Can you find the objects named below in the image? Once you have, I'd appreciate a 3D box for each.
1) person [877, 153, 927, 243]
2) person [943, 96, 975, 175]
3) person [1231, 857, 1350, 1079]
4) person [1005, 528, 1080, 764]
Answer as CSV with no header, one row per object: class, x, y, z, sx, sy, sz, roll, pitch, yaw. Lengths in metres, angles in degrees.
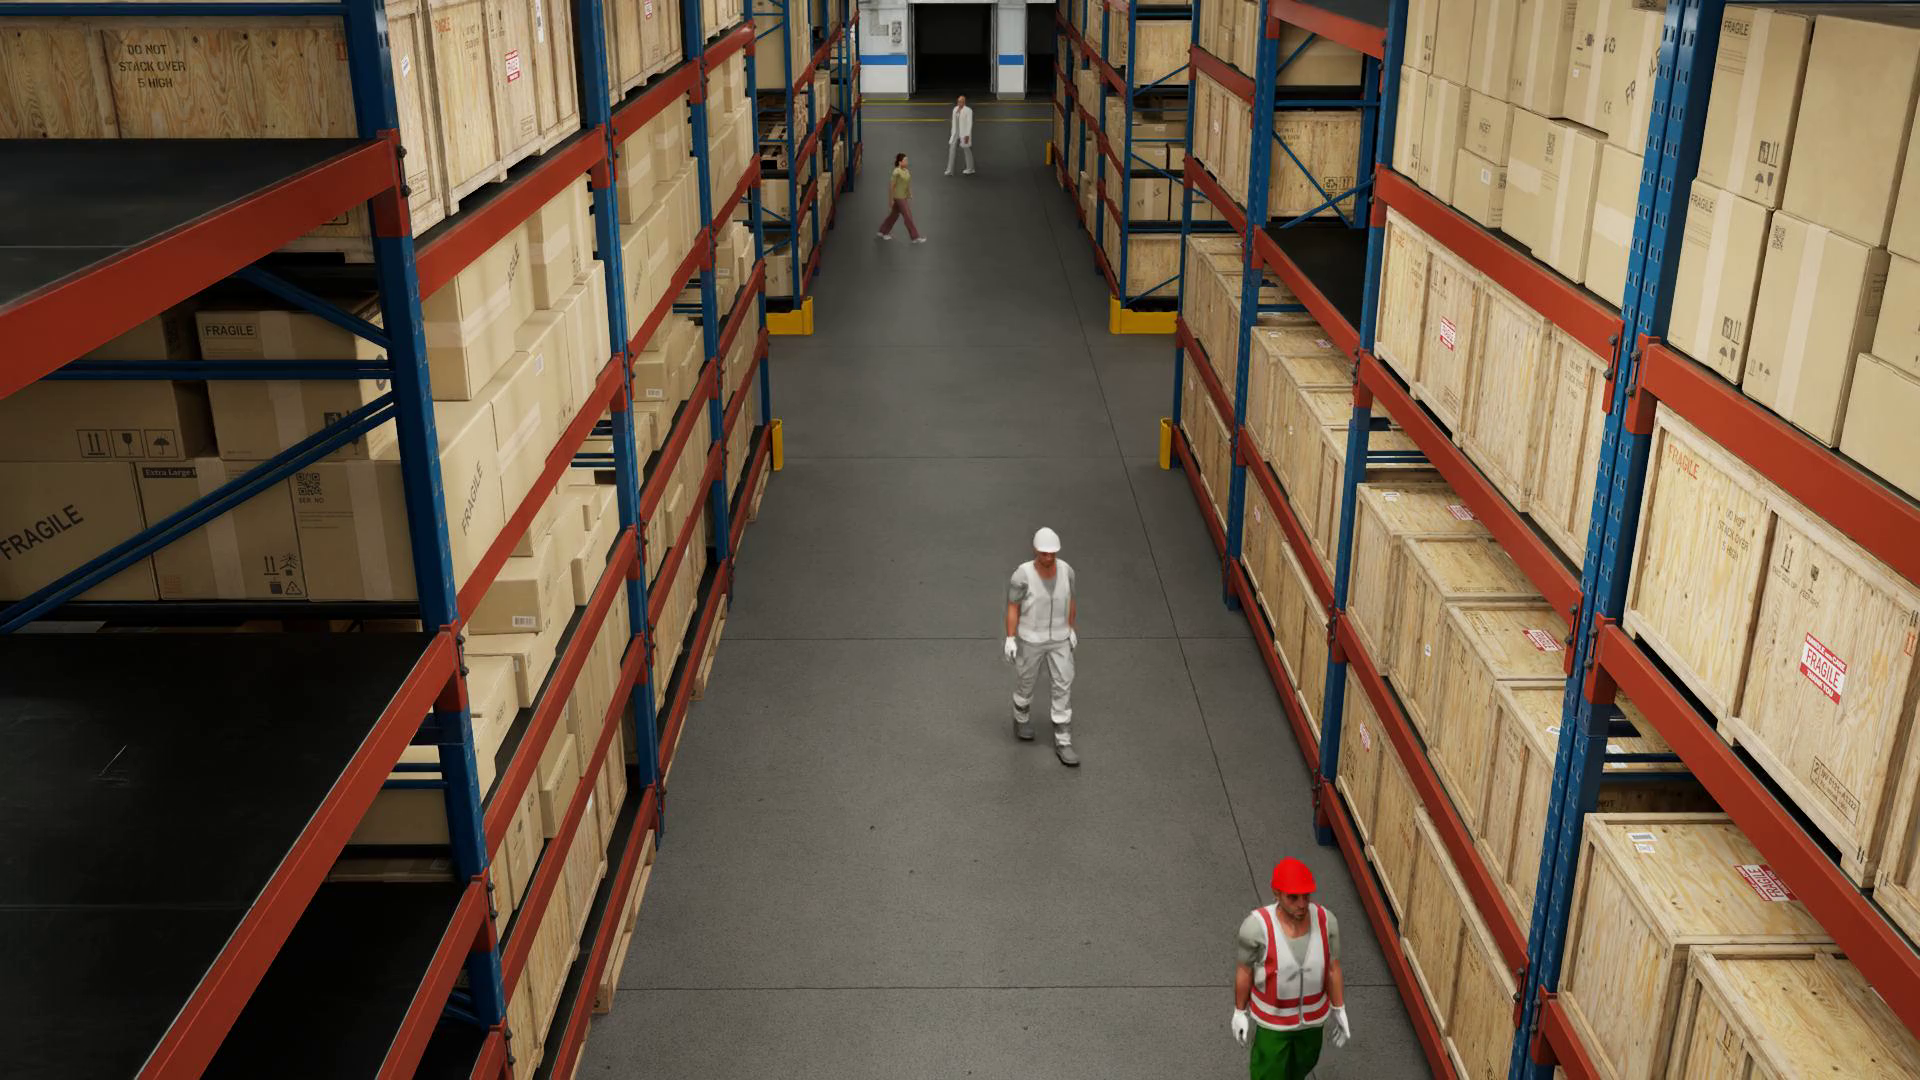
person,-1.058,-6.326,30.704,1.008,1.625,0.463,8,23,19
person,-0.002,-9.210,37.836,0.606,1.757,0.843,13,25,30
person,1.700,2.451,8.232,0.555,1.786,0.656,-5,22,-13
person,0.639,0.769,12.534,0.585,1.776,0.809,-6,22,-15
